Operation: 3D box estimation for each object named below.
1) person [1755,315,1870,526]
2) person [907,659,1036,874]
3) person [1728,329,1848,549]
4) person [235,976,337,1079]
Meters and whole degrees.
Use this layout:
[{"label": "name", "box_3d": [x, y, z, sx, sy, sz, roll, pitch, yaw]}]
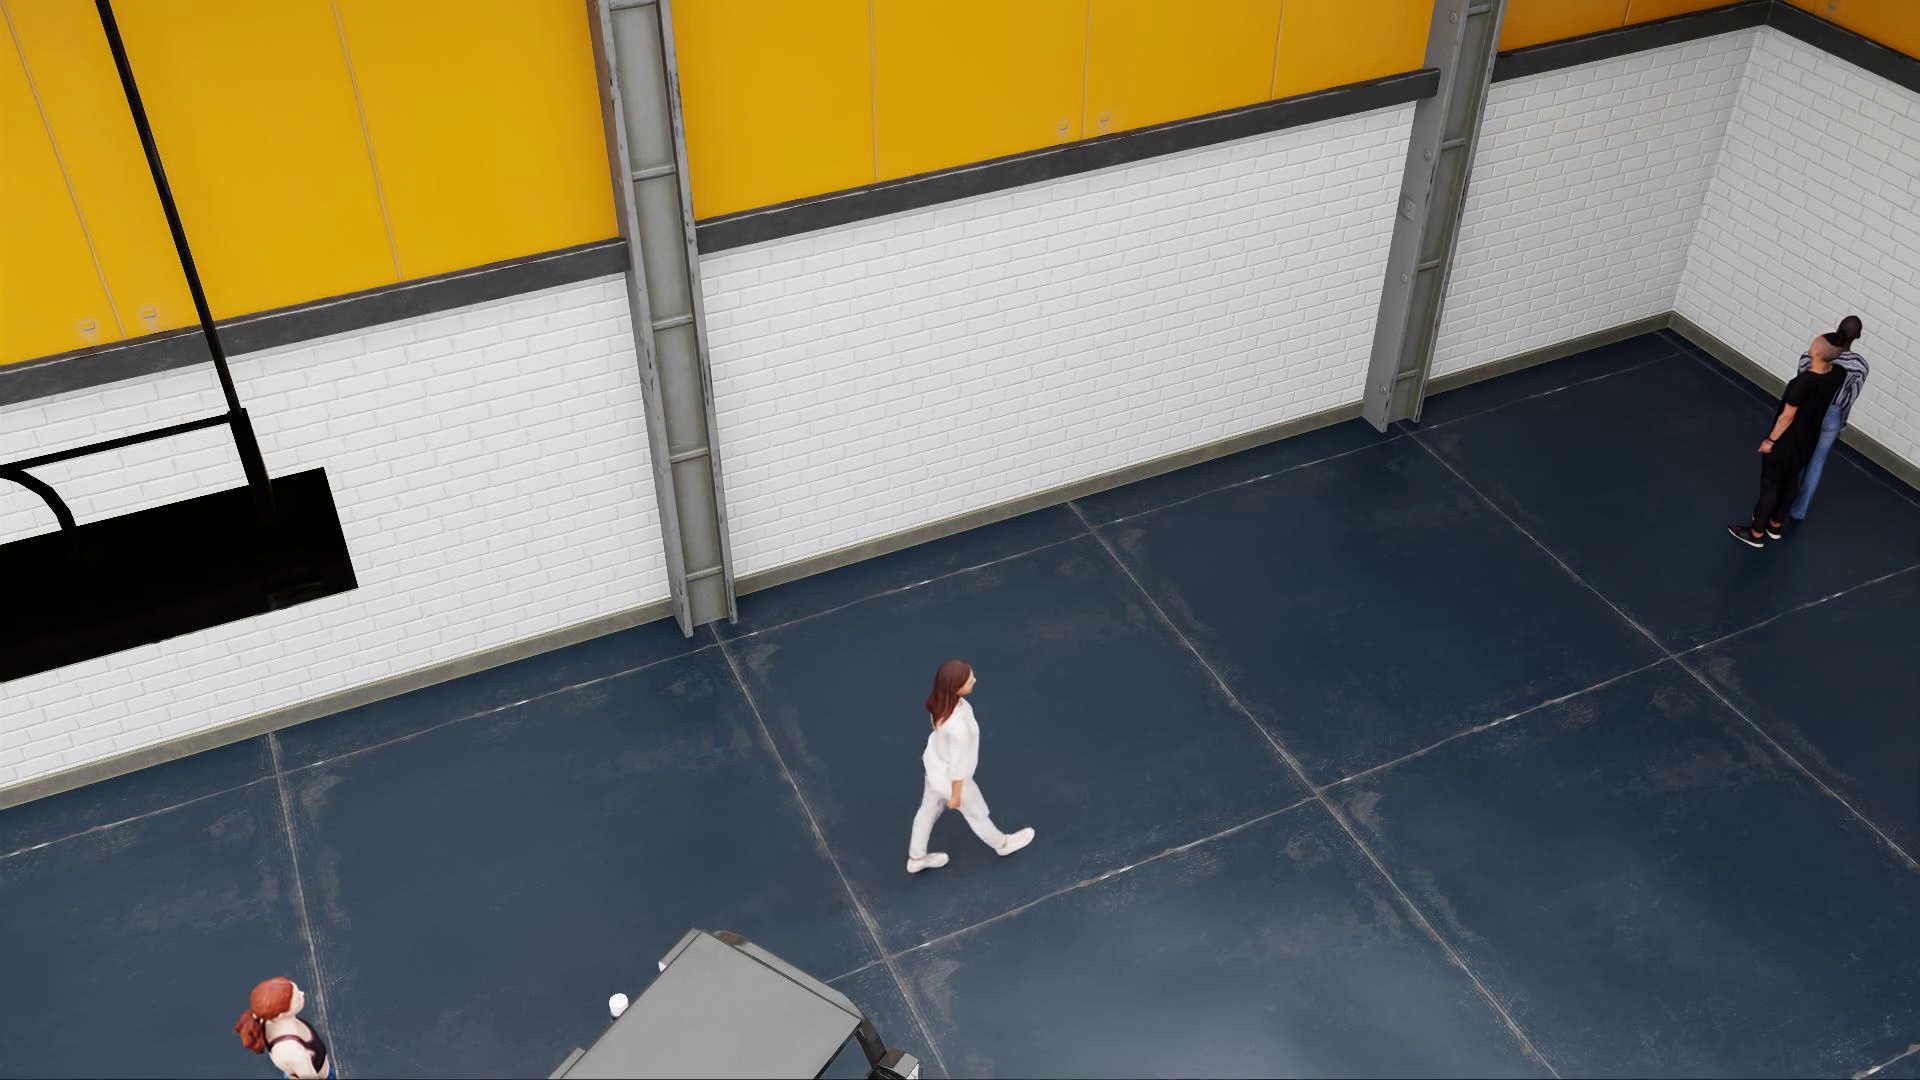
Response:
[{"label": "person", "box_3d": [6.326, -0.874, 12.317, 0.683, 1.796, 0.751, 12, 40, 14]}, {"label": "person", "box_3d": [-0.131, 1.353, 9.643, 0.999, 1.653, 0.613, -15, 41, -18]}, {"label": "person", "box_3d": [6.086, -0.763, 12.125, 0.529, 1.862, 0.755, -19, 42, -22]}, {"label": "person", "box_3d": [-3.057, 2.664, 7.897, 0.646, 1.784, 0.641, -30, 48, -32]}]
